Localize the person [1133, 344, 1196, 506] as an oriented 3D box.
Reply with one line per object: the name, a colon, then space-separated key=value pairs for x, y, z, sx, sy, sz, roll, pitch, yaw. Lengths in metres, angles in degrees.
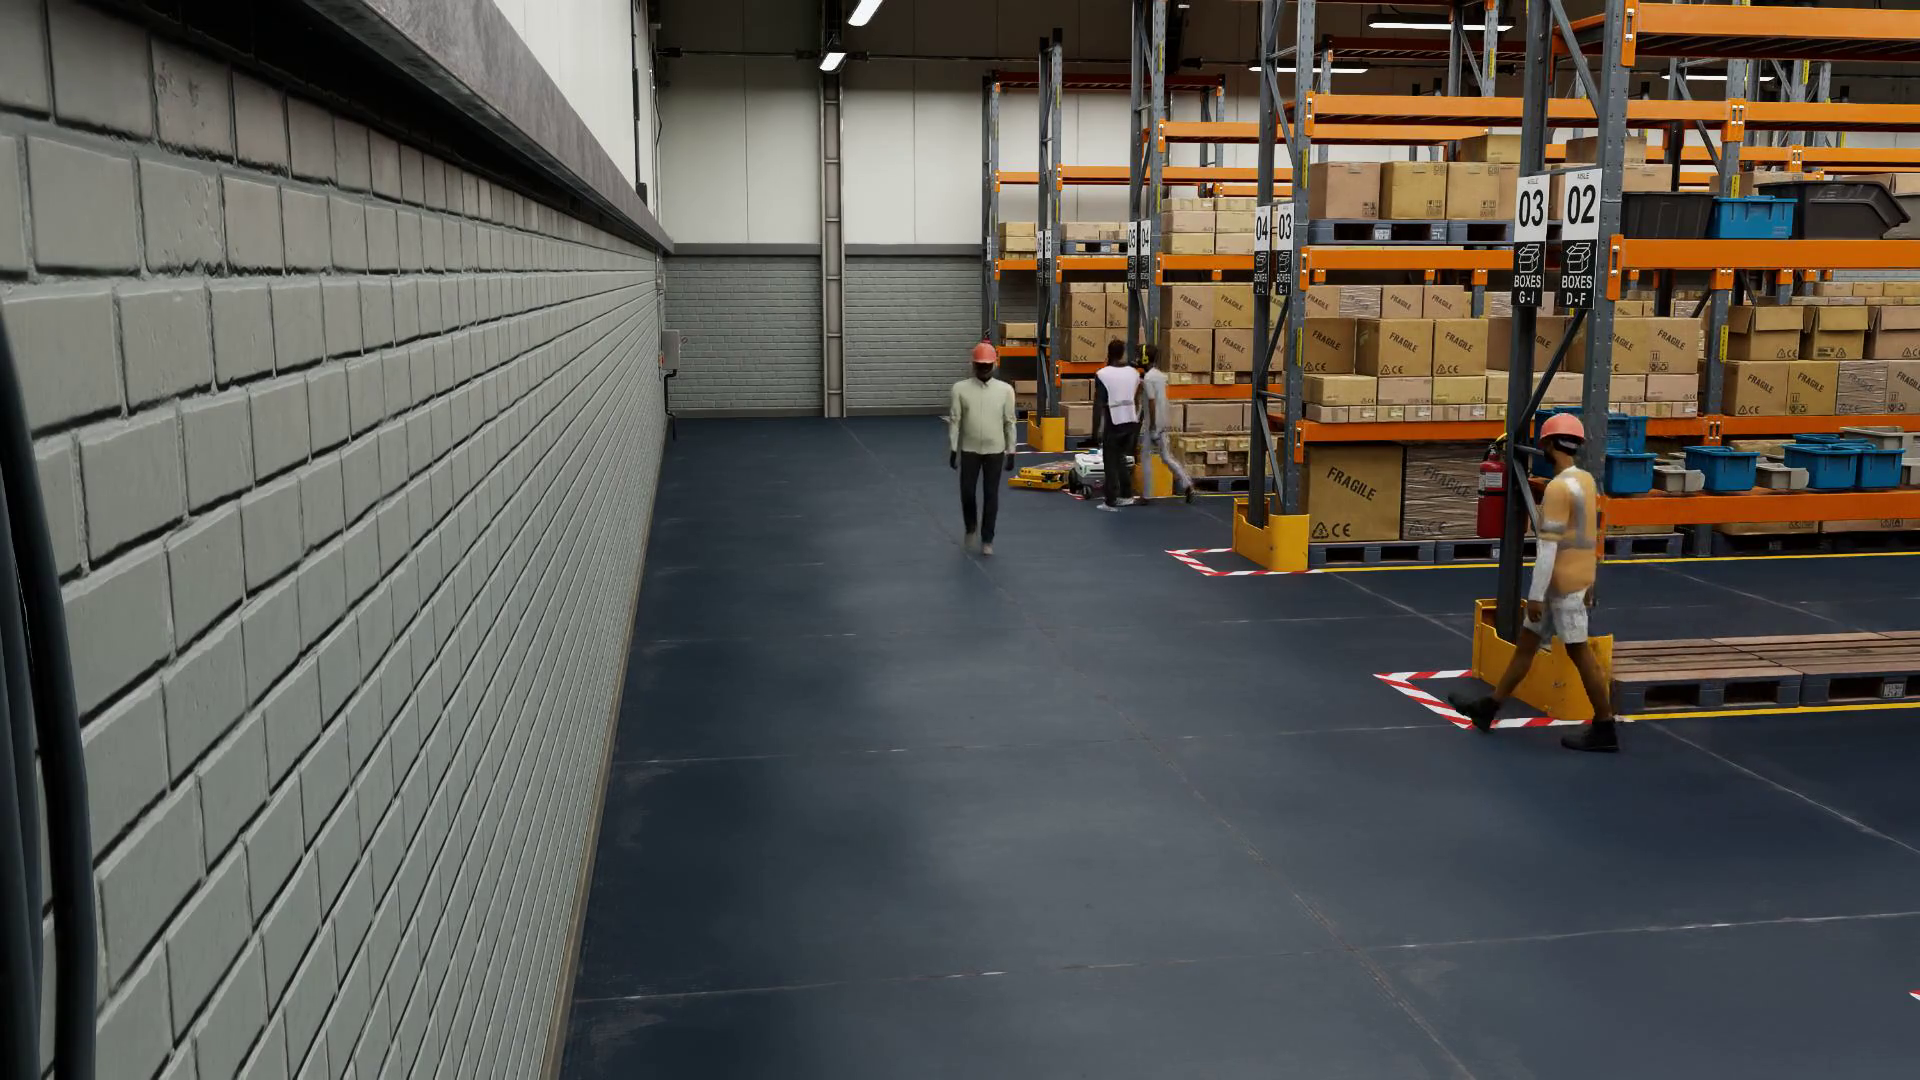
person: x=2.277 y=-1.283 z=18.688 sx=0.699 sy=1.845 sz=0.568 roll=4 pitch=10 yaw=24

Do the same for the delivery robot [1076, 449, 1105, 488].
delivery robot: x=1.566 y=-0.828 z=19.536 sx=0.477 sy=0.478 sz=0.707 roll=-1 pitch=9 yaw=-4

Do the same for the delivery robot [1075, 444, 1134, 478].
delivery robot: x=1.749 y=-0.924 z=20.128 sx=0.707 sy=0.478 sz=0.477 roll=7 pitch=11 yaw=35

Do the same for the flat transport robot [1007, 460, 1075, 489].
flat transport robot: x=1.255 y=-0.822 z=20.661 sx=0.652 sy=0.197 sz=1.431 roll=7 pitch=11 yaw=35

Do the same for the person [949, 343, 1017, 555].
person: x=0.217 y=-0.844 z=15.519 sx=0.642 sy=1.982 sz=0.435 roll=0 pitch=9 yaw=-2

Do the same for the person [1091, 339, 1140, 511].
person: x=1.735 y=-1.274 z=18.445 sx=0.648 sy=1.896 sz=0.454 roll=-6 pitch=11 yaw=-35

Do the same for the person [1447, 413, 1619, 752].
person: x=3.264 y=0.228 z=9.303 sx=1.006 sy=1.849 sz=0.620 roll=6 pitch=11 yaw=32
